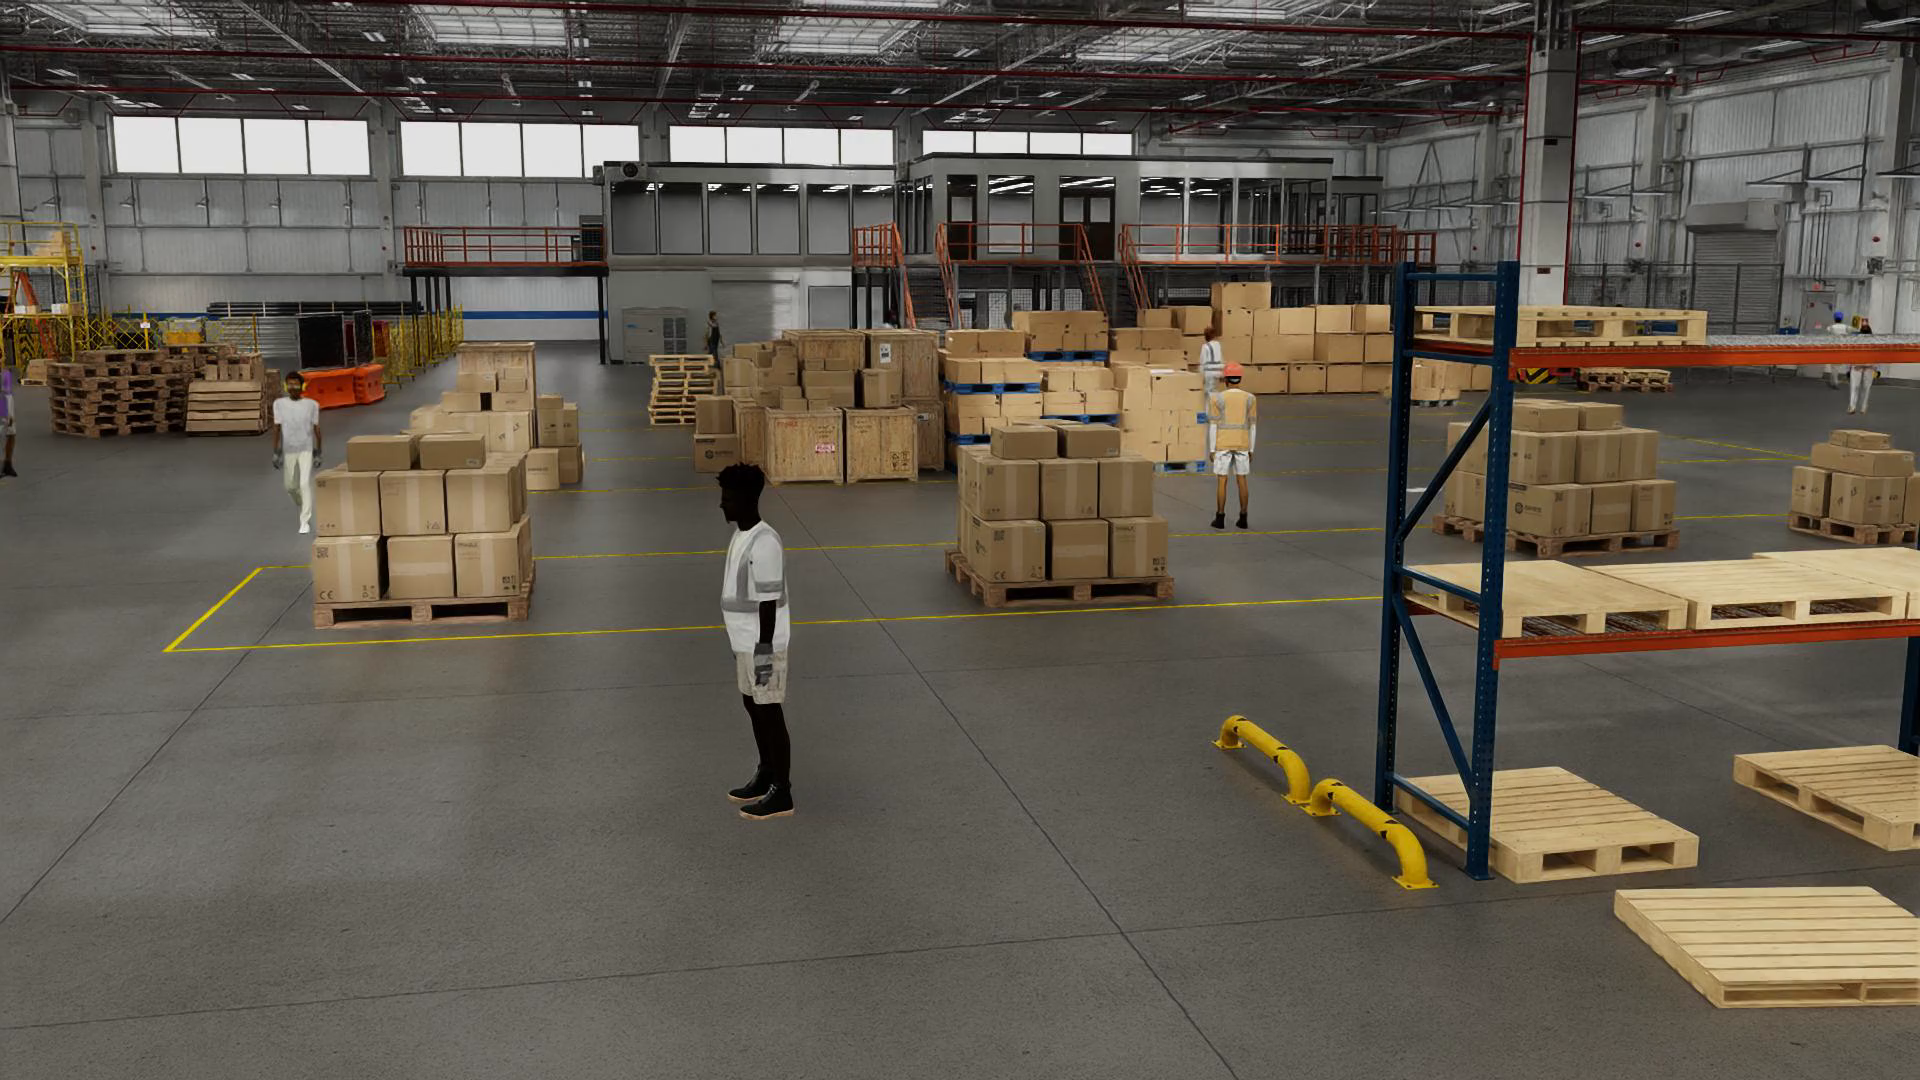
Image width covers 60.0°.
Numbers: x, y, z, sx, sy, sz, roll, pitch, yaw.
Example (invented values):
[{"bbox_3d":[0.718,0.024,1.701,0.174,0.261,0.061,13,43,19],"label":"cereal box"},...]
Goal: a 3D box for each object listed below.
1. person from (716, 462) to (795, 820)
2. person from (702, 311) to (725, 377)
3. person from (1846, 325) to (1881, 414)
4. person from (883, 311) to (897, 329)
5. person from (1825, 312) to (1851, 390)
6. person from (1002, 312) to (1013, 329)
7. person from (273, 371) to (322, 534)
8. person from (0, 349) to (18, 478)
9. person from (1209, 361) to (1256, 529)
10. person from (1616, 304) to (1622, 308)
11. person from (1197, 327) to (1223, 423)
[{"bbox_3d":[-1.127,0.543,9.139,0.383,1.957,0.606,-4,10,-21],"label":"person"},{"bbox_3d":[-6.830,-5.417,45.931,0.959,1.806,0.511,5,11,29],"label":"person"},{"bbox_3d":[18.515,-3.493,34.100,0.634,1.841,0.429,4,10,22],"label":"person"},{"bbox_3d":[-1.824,-4.936,42.728,0.839,1.889,0.598,4,10,25],"label":"person"},{"bbox_3d":[21.589,-4.673,41.078,0.639,1.896,0.965,1,9,3],"label":"person"},{"bbox_3d":[1.328,-5.059,43.558,0.714,1.863,0.599,6,11,32],"label":"person"},{"bbox_3d":[-7.542,-1.014,18.949,0.527,1.852,0.624,-1,9,-9],"label":"person"},{"bbox_3d":[-13.689,-1.813,23.618,0.556,1.919,0.527,-2,9,-9],"label":"person"},{"bbox_3d":[3.127,-1.090,19.179,0.542,1.928,0.400,-1,9,-4],"label":"person"},{"bbox_3d":[21.000,-6.613,53.091,0.627,1.845,0.429,7,11,35],"label":"person"},{"bbox_3d":[4.746,-3.180,32.084,0.677,1.862,0.615,8,12,41],"label":"person"}]
